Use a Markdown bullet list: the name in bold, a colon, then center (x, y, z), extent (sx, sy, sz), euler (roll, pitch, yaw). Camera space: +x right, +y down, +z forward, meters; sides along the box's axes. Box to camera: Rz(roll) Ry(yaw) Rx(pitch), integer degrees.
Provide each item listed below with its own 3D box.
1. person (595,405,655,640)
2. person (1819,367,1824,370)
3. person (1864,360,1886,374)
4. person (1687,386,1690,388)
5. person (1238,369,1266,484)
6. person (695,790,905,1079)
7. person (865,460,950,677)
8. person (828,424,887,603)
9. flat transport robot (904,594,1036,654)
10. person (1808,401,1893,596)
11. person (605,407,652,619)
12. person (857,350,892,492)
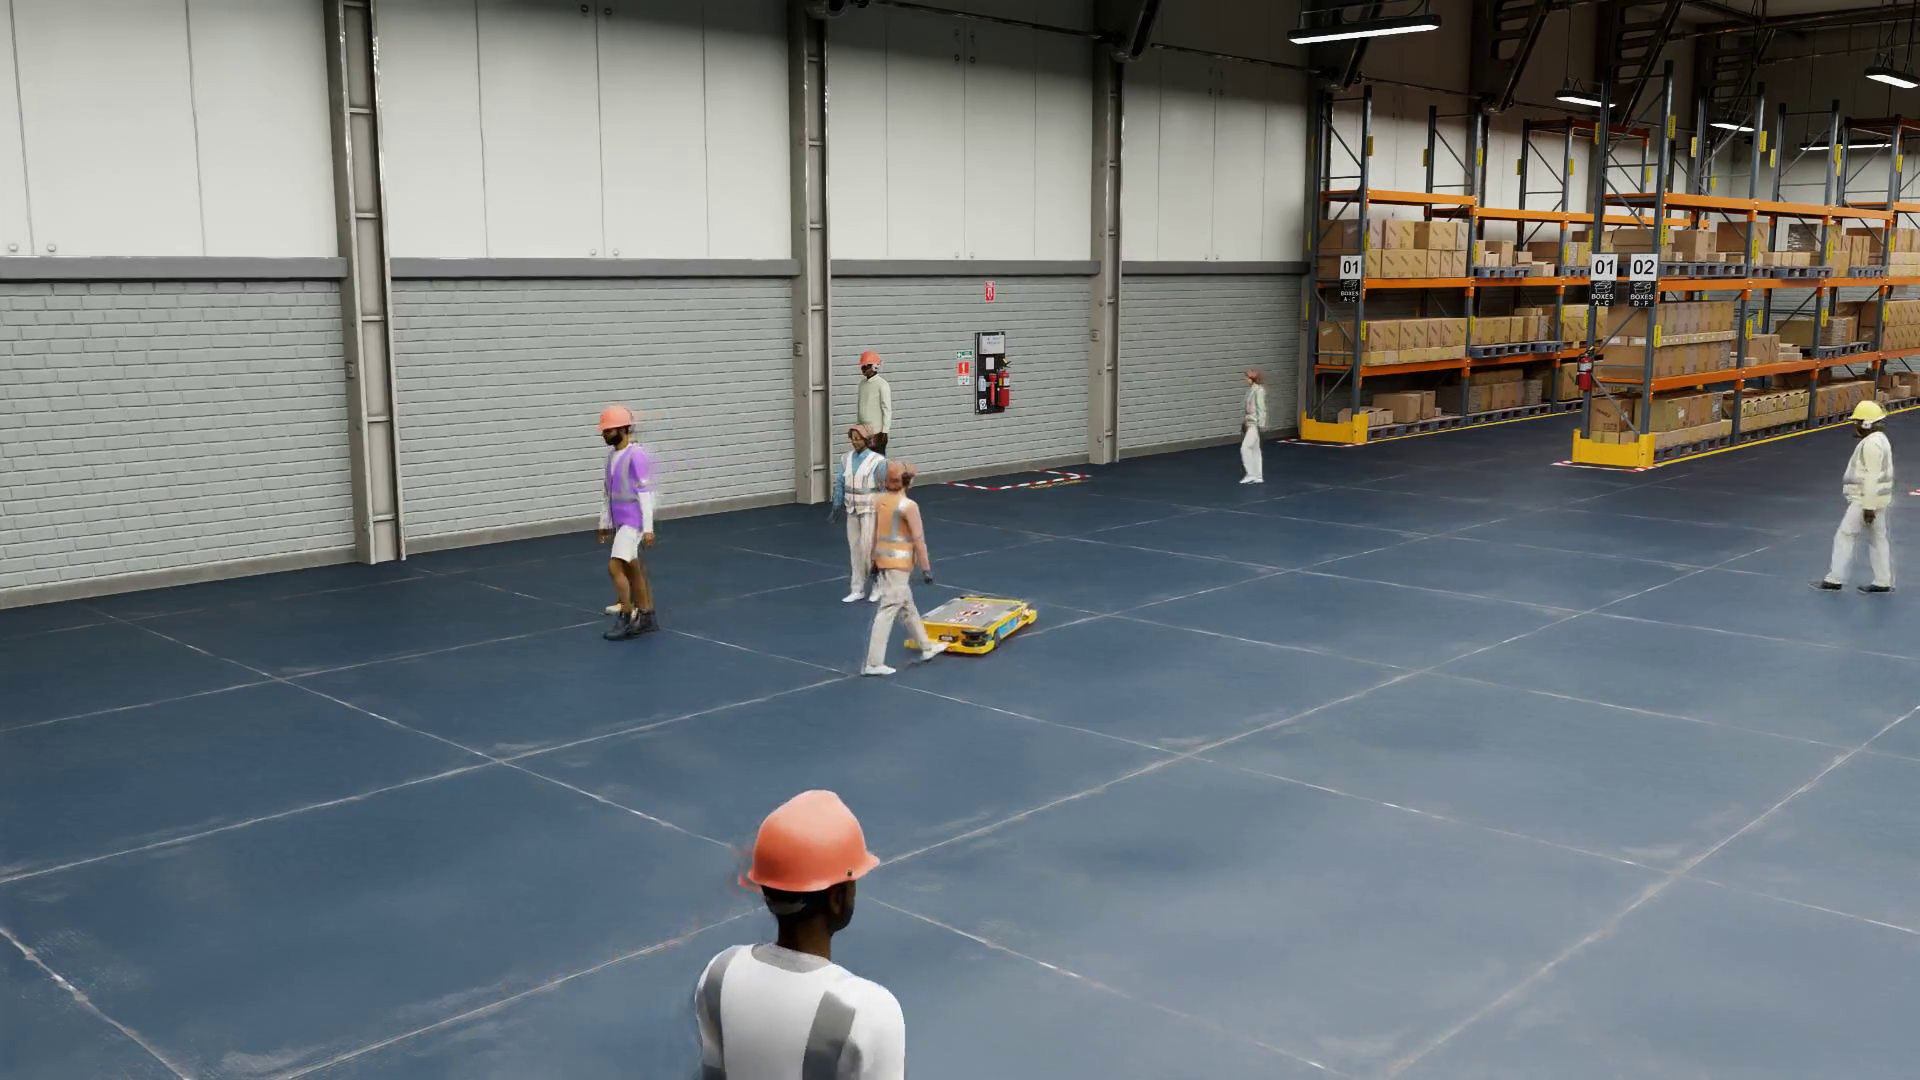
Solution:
- **person**: center (-2.787, -0.137, 13.556), extent (0.664, 1.912, 0.588), euler (-7, 12, -37)
- **person**: center (19.265, -3.981, 37.365), extent (1.043, 1.809, 0.529), euler (-9, 13, -43)
- **person**: center (21.027, -4.247, 38.326), extent (0.821, 2.001, 0.710), euler (4, 10, 22)
- **person**: center (14.648, -3.409, 33.539), extent (0.691, 1.902, 0.609), euler (-7, 12, -38)
- **person**: center (4.031, -1.572, 23.204), extent (0.541, 1.619, 0.551), euler (-1, 9, -7)
- **person**: center (-0.362, 1.497, 3.602), extent (0.555, 1.923, 0.724), euler (8, 12, 40)
- **person**: center (-0.388, 0.202, 12.445), extent (0.835, 1.592, 0.544), euler (-6, 11, -32)
- **person**: center (-0.897, -0.238, 15.048), extent (0.537, 1.632, 0.373), euler (8, 12, 39)
- **flat transport robot**: center (0.104, 0.675, 13.621), extent (0.652, 0.197, 1.431), euler (3, 10, 20)
- **person**: center (8.296, -0.383, 15.412), extent (0.791, 1.798, 0.622), euler (7, 11, 35)
- **person**: center (-2.878, -0.234, 14.380), extent (0.327, 1.842, 0.511), euler (-7, 11, -35)
- **person**: center (-1.106, -1.392, 20.975), extent (0.388, 1.996, 0.612), euler (-7, 12, -37)
